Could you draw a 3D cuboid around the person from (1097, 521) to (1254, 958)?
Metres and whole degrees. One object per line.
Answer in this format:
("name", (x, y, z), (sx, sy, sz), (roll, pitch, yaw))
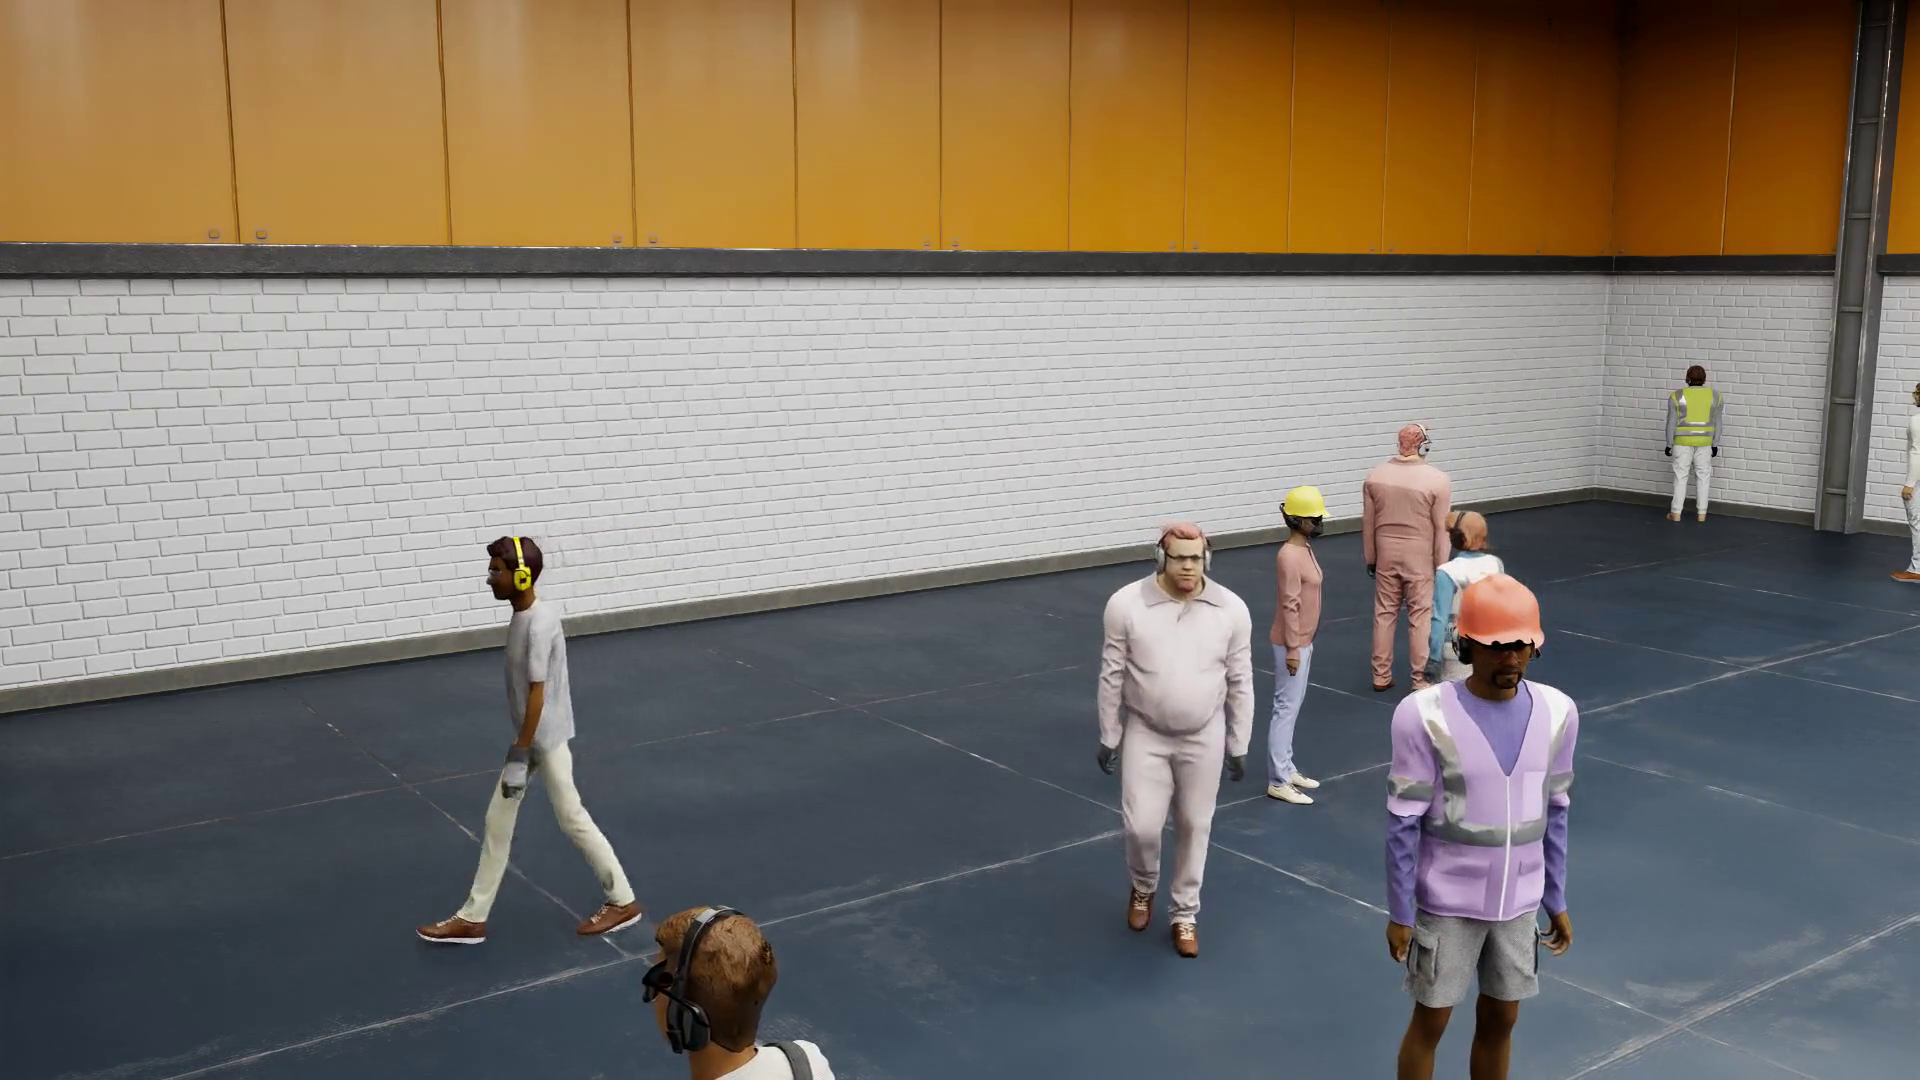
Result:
("person", (0.933, 0.853, 7.170), (0.674, 1.891, 0.425), (0, 9, 0))

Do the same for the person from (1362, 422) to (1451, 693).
("person", (3.119, 0.135, 11.563), (0.642, 1.909, 0.399), (8, 12, 40))

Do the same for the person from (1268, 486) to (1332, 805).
("person", (1.895, 0.574, 9.287), (0.312, 1.767, 0.533), (3, 10, 19))

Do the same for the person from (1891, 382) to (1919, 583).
("person", (9.126, -0.558, 15.741), (0.633, 1.938, 0.356), (-6, 11, -35))

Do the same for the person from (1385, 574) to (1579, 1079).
("person", (1.622, 1.107, 5.150), (0.613, 2.041, 0.393), (-2, 9, -10))

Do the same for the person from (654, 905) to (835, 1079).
("person", (-0.421, 1.550, 3.029), (0.345, 1.847, 0.504), (4, 10, 25))

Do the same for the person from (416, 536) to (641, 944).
("person", (-1.863, 0.880, 7.253), (0.954, 1.822, 0.518), (-5, 10, -28))

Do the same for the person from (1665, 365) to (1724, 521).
("person", (8.621, -1.134, 19.589), (0.625, 1.845, 0.429), (1, 9, 9))

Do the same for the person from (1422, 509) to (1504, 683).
("person", (2.815, 0.648, 9.263), (0.535, 1.642, 0.315), (-7, 11, -36))
